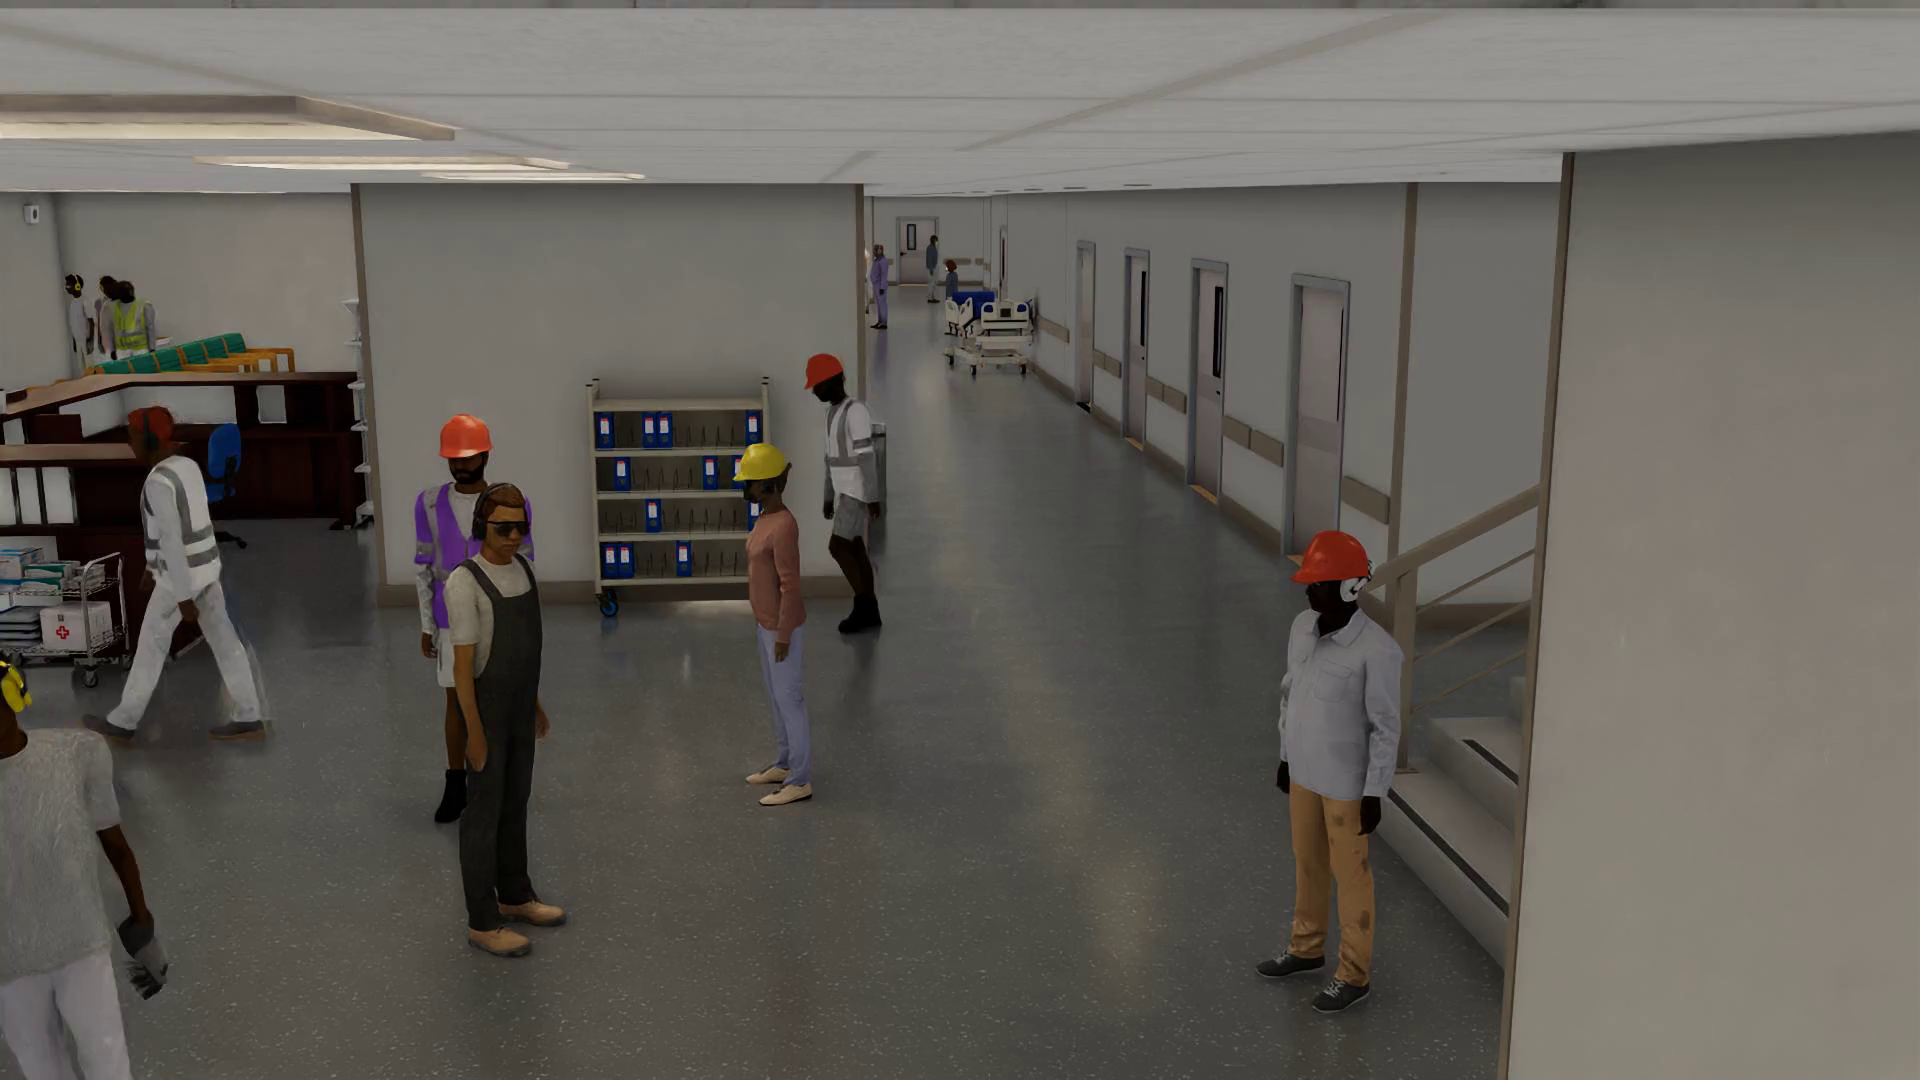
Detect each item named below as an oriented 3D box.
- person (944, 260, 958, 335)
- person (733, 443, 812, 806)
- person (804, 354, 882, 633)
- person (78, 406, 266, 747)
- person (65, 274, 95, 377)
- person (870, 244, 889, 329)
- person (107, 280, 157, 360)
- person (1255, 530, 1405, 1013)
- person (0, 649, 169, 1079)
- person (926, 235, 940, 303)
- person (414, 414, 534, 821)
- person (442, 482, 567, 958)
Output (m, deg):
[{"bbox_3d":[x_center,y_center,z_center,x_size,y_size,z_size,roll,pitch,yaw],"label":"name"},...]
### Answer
[{"bbox_3d":[-0.182,-5.257,36.075,0.282,1.624,0.494,-5,13,-24],"label":"person"},{"bbox_3d":[-0.915,0.406,8.062,0.329,1.765,0.533,-4,12,-17],"label":"person"},{"bbox_3d":[-0.773,-0.314,11.274,0.527,1.890,0.597,-4,12,-21],"label":"person"},{"bbox_3d":[-4.248,0.204,8.850,0.990,1.833,0.575,0,12,-1],"label":"person"},{"bbox_3d":[-12.424,-2.817,23.547,0.521,1.870,0.319,9,15,38],"label":"person"},{"bbox_3d":[-1.847,-5.772,37.894,0.404,1.910,0.636,-3,12,-14],"label":"person"},{"bbox_3d":[-11.344,-2.643,22.824,0.648,1.830,0.431,0,12,0],"label":"person"},{"bbox_3d":[1.331,0.825,6.030,0.332,1.750,0.573,-6,13,-26],"label":"person"},{"bbox_3d":[-2.359,1.135,4.317,0.572,1.831,0.512,-7,14,-31],"label":"person"},{"bbox_3d":[-0.781,-7.691,47.231,0.381,1.928,0.635,2,12,8],"label":"person"},{"bbox_3d":[-2.269,0.369,7.807,0.543,1.939,0.371,-1,12,-5],"label":"person"},{"bbox_3d":[-1.781,0.684,6.502,0.351,1.842,0.507,4,12,18],"label":"person"}]
